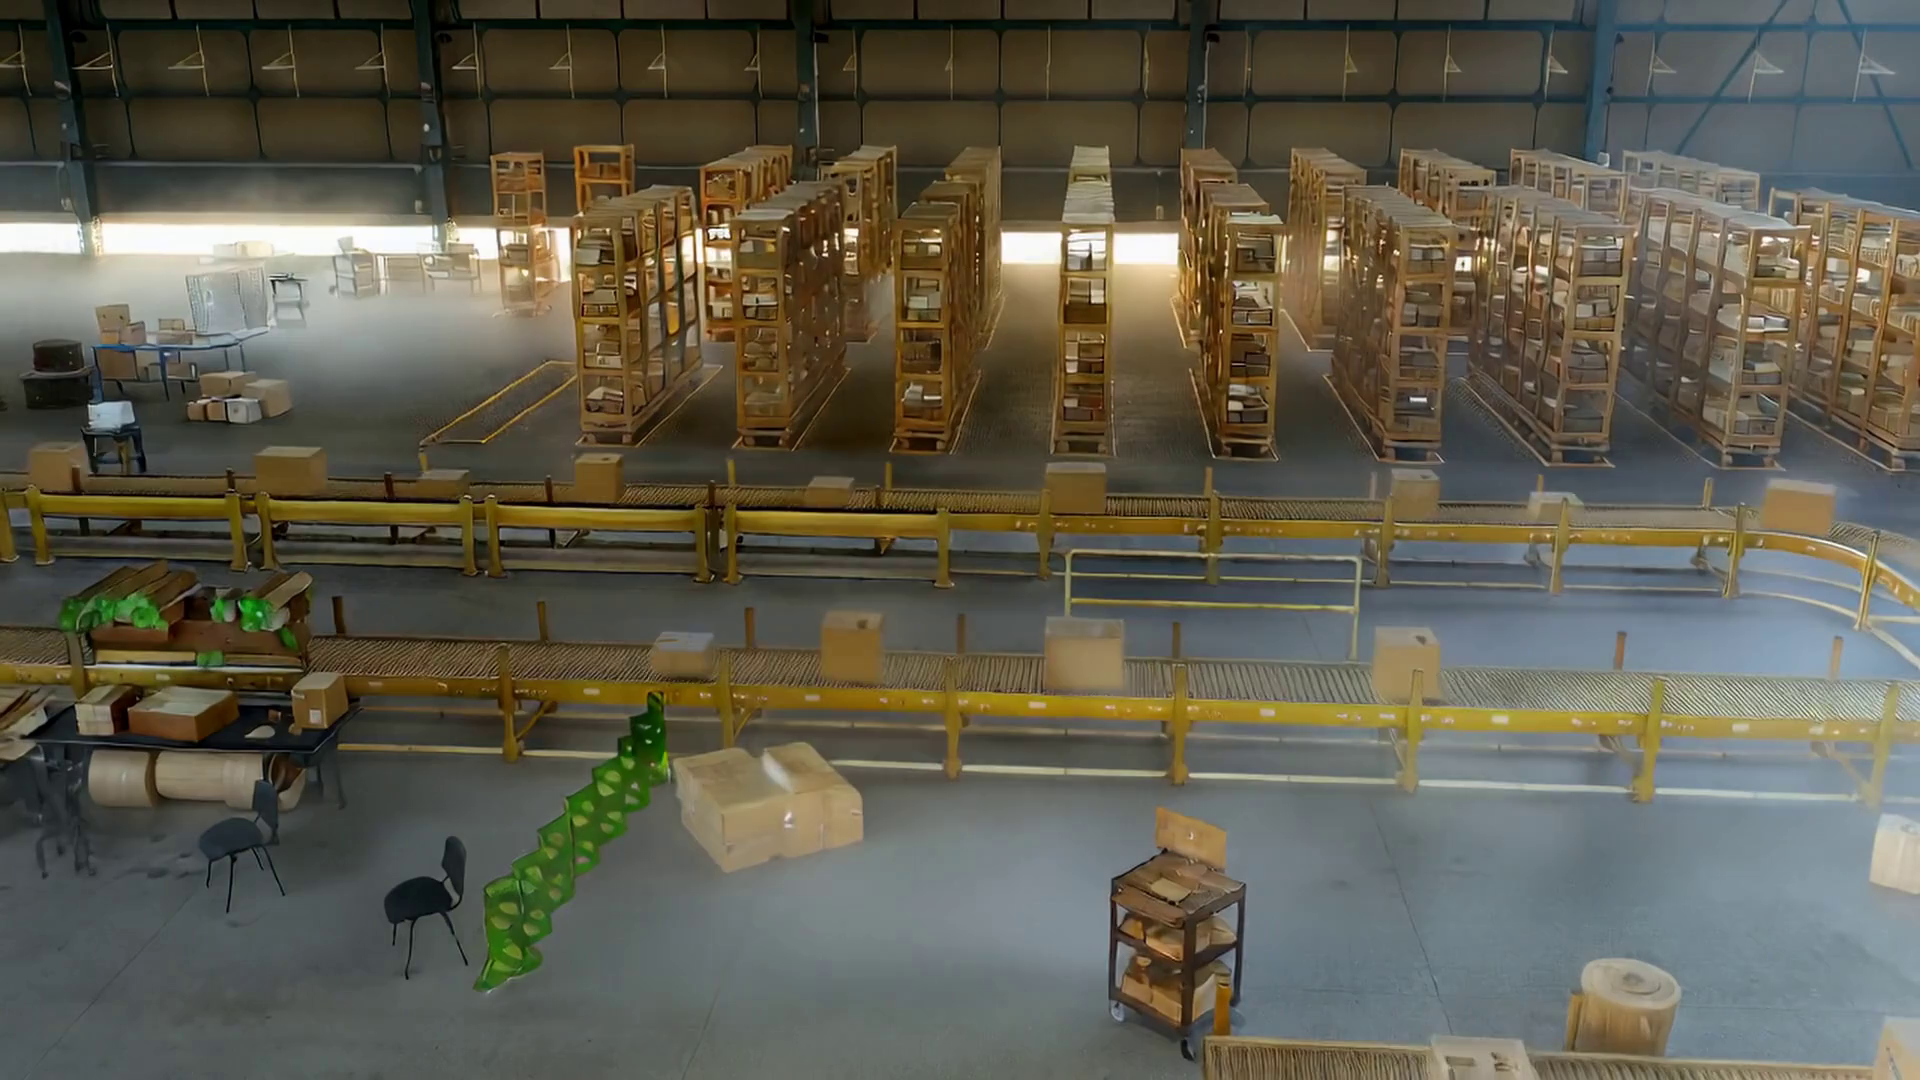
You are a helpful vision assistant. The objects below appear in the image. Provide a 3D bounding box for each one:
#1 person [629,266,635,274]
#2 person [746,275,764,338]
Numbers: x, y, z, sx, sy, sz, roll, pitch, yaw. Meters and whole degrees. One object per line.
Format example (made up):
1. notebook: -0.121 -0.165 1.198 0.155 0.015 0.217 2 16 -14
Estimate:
1. person: -6.432 -4.553 33.046 0.724 1.805 0.608 -2 18 -5
2. person: -3.939 -4.405 32.352 0.405 1.943 0.615 12 21 33
